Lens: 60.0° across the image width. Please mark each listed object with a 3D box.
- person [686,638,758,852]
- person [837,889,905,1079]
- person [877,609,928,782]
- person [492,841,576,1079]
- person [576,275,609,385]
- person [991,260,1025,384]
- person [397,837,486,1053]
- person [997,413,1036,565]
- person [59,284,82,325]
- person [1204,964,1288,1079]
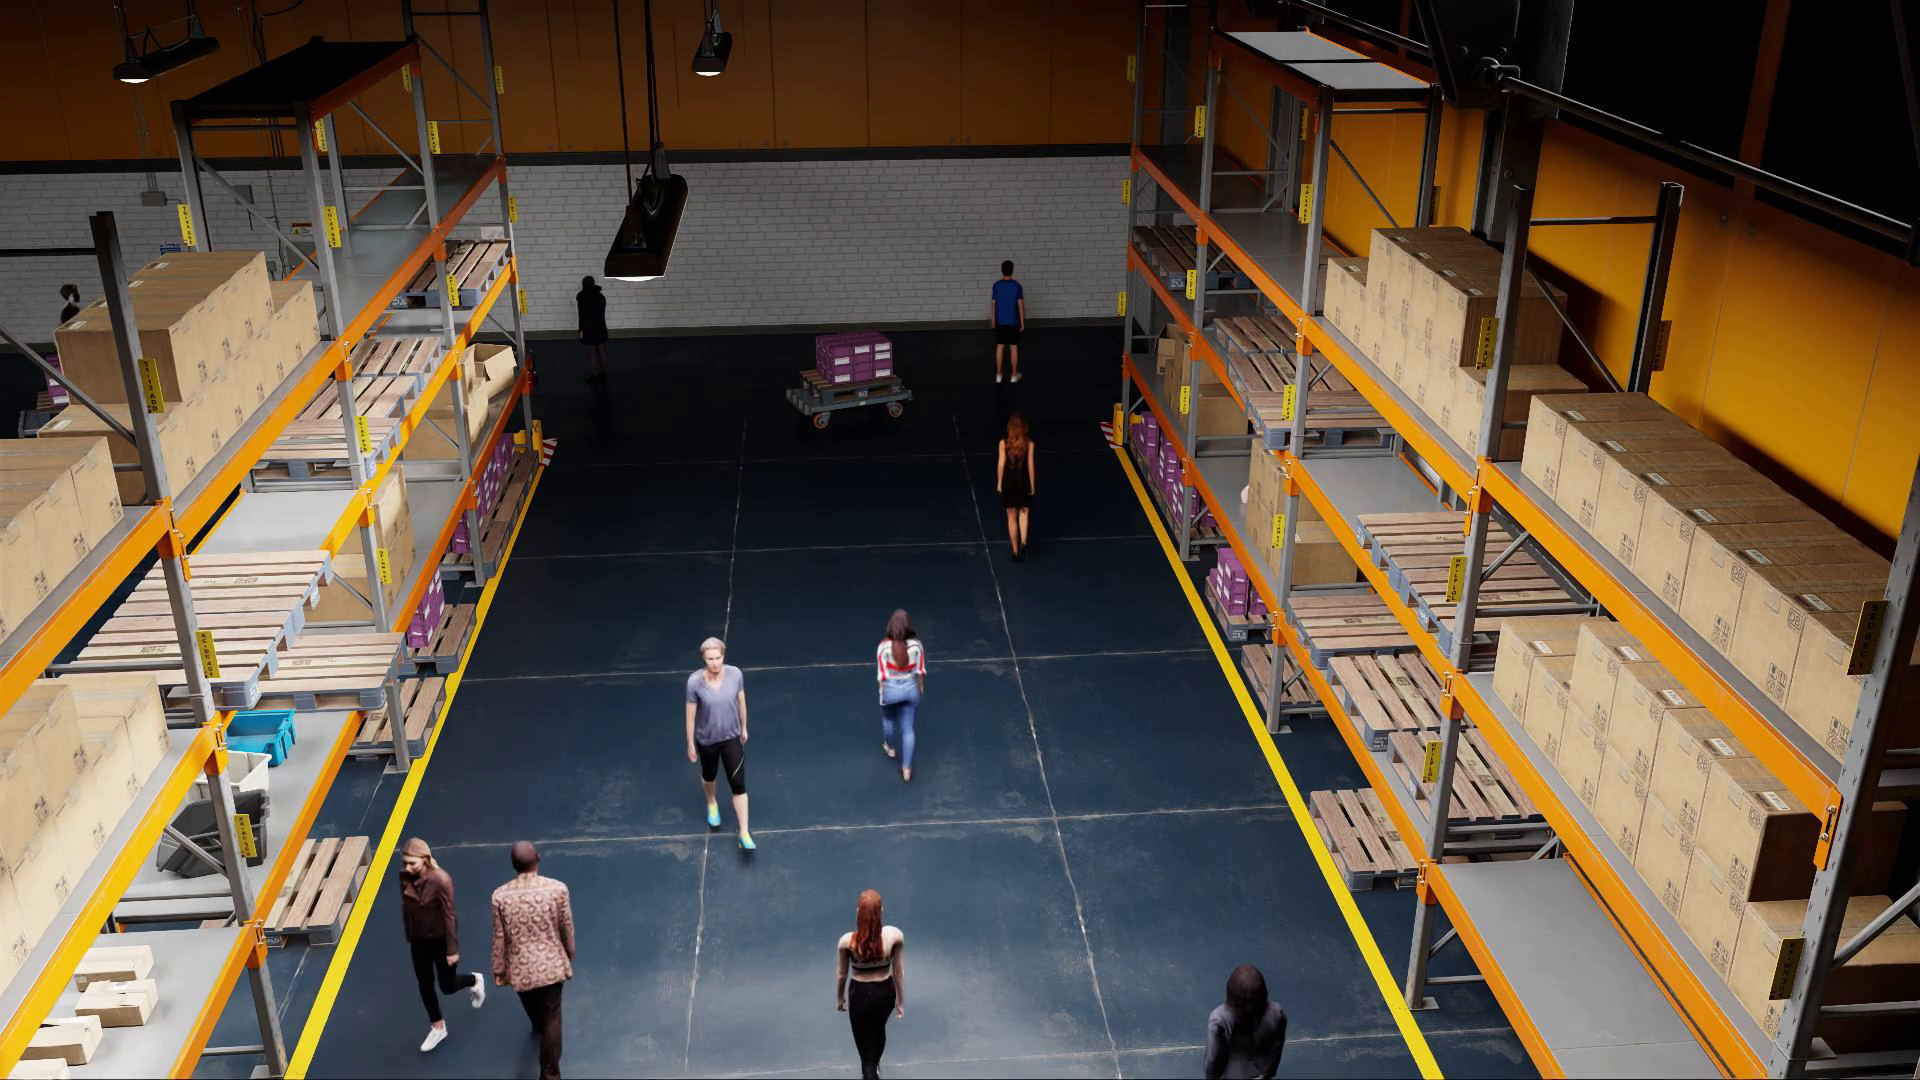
[{"bbox_3d":[-2.046,1.643,13.957,0.882,1.838,1.255,-8,25,-17],"label":"person"},{"bbox_3d":[-0.568,3.090,10.815,0.648,1.703,1.177,-4,24,-9],"label":"person"},{"bbox_3d":[-0.517,1.401,14.816,0.625,1.593,0.844,-3,24,-8],"label":"person"},{"bbox_3d":[-2.827,2.922,11.136,0.760,1.754,1.129,-5,24,-12],"label":"person"},{"bbox_3d":[-5.567,-3.211,25.264,0.861,1.675,0.794,17,29,33],"label":"person"},{"bbox_3d":[0.716,-3.336,25.312,0.719,1.866,0.666,4,24,9],"label":"person"},{"bbox_3d":[-3.620,2.752,11.607,0.808,1.688,0.951,9,25,20],"label":"person"},{"bbox_3d":[0.639,-0.539,18.962,0.586,1.826,0.650,-2,24,-4],"label":"person"},{"bbox_3d":[-12.829,-2.750,23.974,0.909,1.865,0.879,-10,25,-21],"label":"person"},{"bbox_3d":[1.757,3.313,10.438,0.701,1.597,0.691,-5,24,-12],"label":"person"}]
